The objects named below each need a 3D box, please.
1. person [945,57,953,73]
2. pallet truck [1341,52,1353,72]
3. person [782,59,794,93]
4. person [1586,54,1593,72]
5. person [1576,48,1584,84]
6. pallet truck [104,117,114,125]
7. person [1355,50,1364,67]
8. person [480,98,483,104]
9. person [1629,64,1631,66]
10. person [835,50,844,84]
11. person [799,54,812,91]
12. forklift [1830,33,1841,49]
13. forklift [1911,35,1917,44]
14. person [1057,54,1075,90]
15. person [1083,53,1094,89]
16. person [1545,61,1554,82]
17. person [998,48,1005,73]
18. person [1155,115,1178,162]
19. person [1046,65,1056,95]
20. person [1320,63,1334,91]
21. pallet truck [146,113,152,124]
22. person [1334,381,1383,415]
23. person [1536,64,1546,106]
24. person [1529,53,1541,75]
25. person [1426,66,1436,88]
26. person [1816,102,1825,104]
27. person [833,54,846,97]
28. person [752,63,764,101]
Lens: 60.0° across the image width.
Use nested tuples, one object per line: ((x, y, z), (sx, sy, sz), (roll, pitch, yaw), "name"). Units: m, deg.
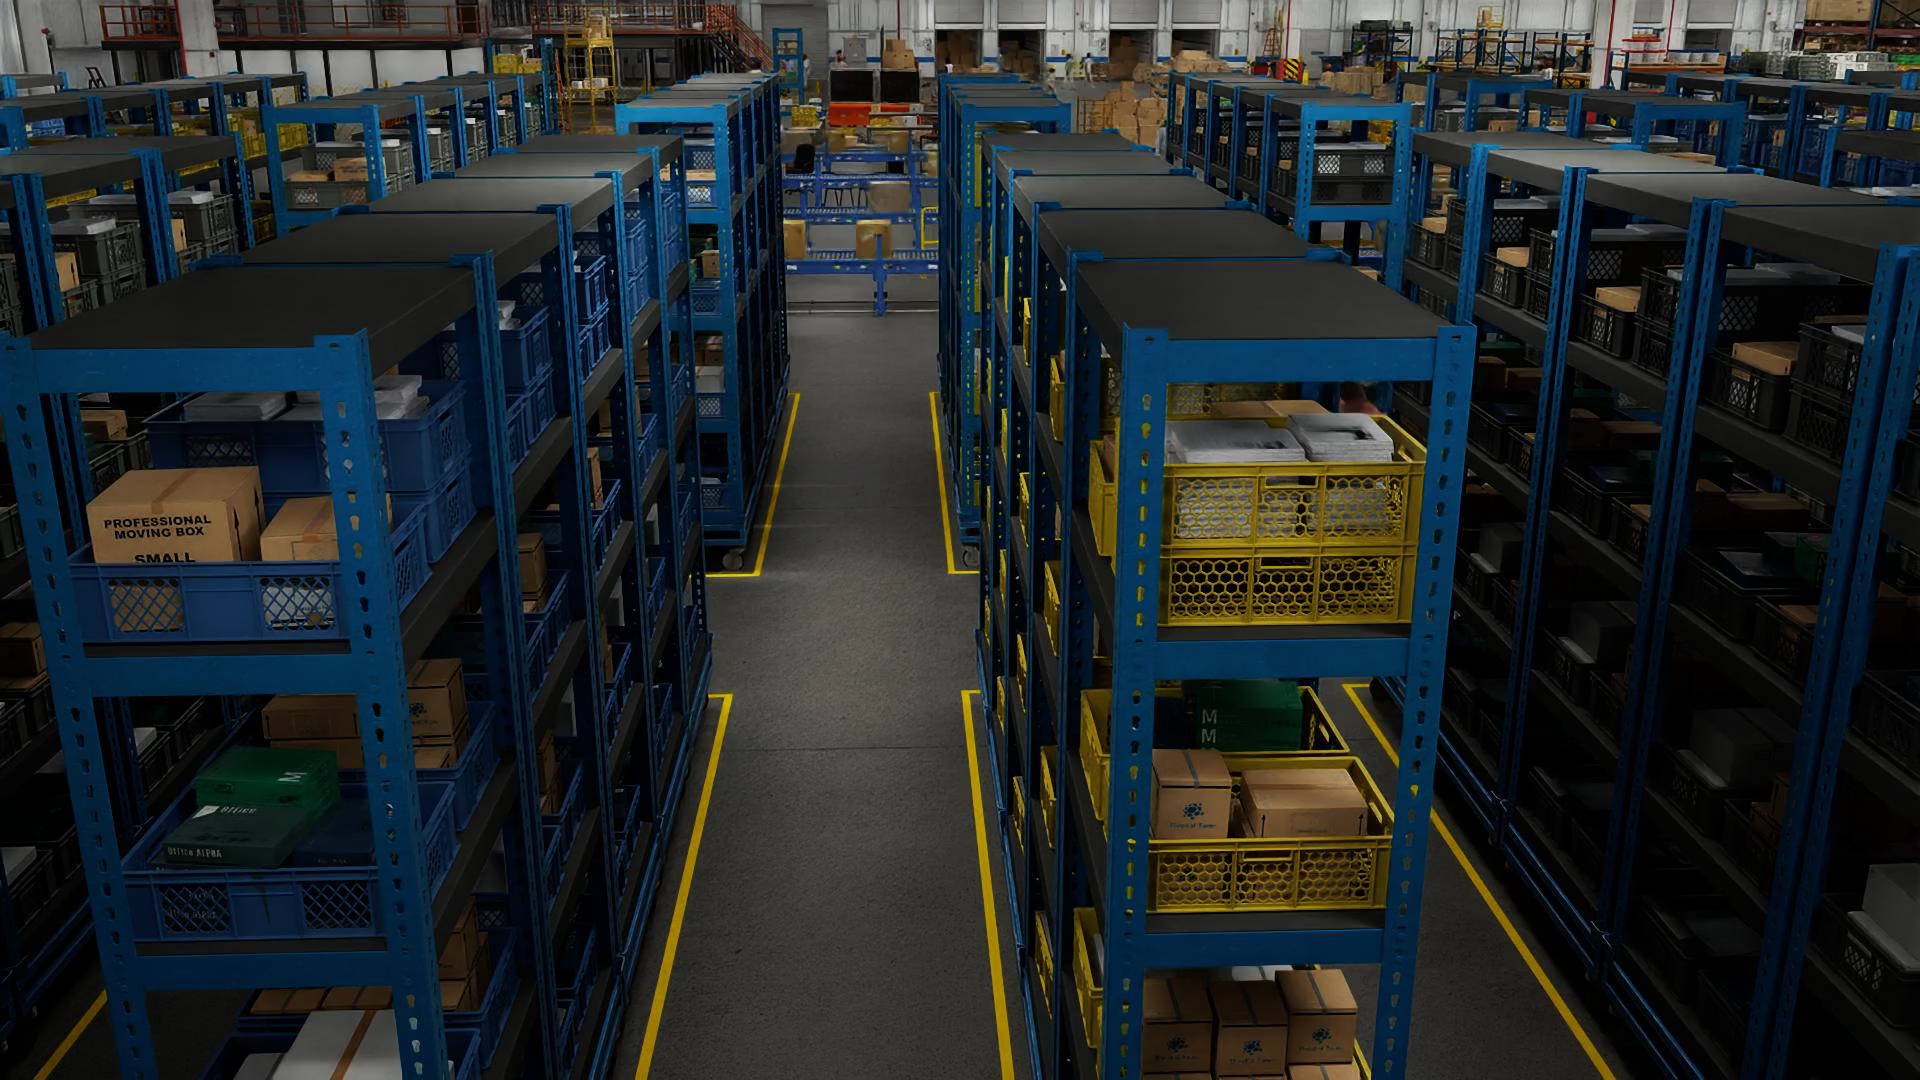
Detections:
((-0.507, -21.241, 76.548), (0.378, 1.911, 0.589), (10, 20, 27), "person")
((18.794, -23.123, 82.231), (0.823, 1.965, 1.885), (-13, 22, -35), "pallet truck")
((-8.454, -23.014, 82.064), (0.567, 1.882, 0.982), (-5, 19, -16), "person")
((34.259, -25.702, 90.766), (0.834, 1.652, 0.531), (-6, 19, -18), "person")
((34.121, -26.095, 91.542), (0.588, 1.927, 0.370), (-7, 19, -21), "person")
((-18.367, -7.885, 35.078), (1.885, 1.965, 0.823), (1, 18, 2), "pallet truck")
((21.087, -24.937, 87.956), (0.594, 1.924, 0.383), (-12, 21, -32), "person")
((-17.343, -15.995, 60.426), (0.518, 1.839, 0.329), (-15, 23, -39), "person")
((32.198, -22.543, 80.610), (0.715, 1.881, 0.902), (-3, 18, -9), "person")
((-6.626, -26.001, 91.429), (0.624, 1.828, 0.506), (14, 23, 38), "person")
((-7.850, -23.687, 84.241), (0.583, 1.839, 0.973), (-11, 21, -31), "person")
((43.715, -23.952, 83.383), (1.873, 2.768, 1.129), (5, 19, 16), "forklift")
((50.031, -25.168, 87.146), (1.129, 2.768, 1.873), (-10, 20, -29), "forklift")
((5.467, -23.941, 85.079), (0.927, 1.794, 0.654), (-2, 18, -5), "person")
((6.699, -24.369, 86.373), (0.532, 1.834, 0.967), (-8, 20, -24), "person")
((25.404, -19.743, 71.956), (0.573, 1.883, 0.353), (-17, 24, -42), "person")
((2.345, -25.702, 90.323), (0.708, 1.920, 0.657), (-2, 18, -5), "person")
((4.897, -9.095, 39.158), (0.621, 1.798, 0.642), (-9, 20, -25), "person")
((3.999, -19.802, 72.453), (0.493, 1.687, 0.931), (-13, 22, -35), "person")
((15.059, -18.567, 68.247), (0.566, 1.923, 0.498), (4, 18, 13), "person")
((-18.087, -8.309, 36.390), (1.885, 1.965, 0.823), (-1, 18, -4), "pallet truck")
((2.758, -0.377, 11.941), (1.044, 1.939, 0.636), (-5, 19, -15), "person")
((24.123, -18.855, 69.255), (0.507, 1.860, 0.325), (-8, 20, -24), "person")
((27.772, -22.492, 80.211), (1.039, 2.000, 0.687), (6, 19, 19), "person")
((18.211, -17.314, 64.305), (0.367, 1.967, 0.606), (-3, 18, -11), "person")
((21.976, -10.325, 42.723), (0.542, 1.938, 0.358), (6, 19, 18), "person")
((-5.736, -22.041, 78.925), (0.628, 1.962, 0.853), (1, 18, 2), "person")
((-8.397, -19.159, 70.152), (0.627, 1.873, 0.943), (12, 21, 32), "person")
